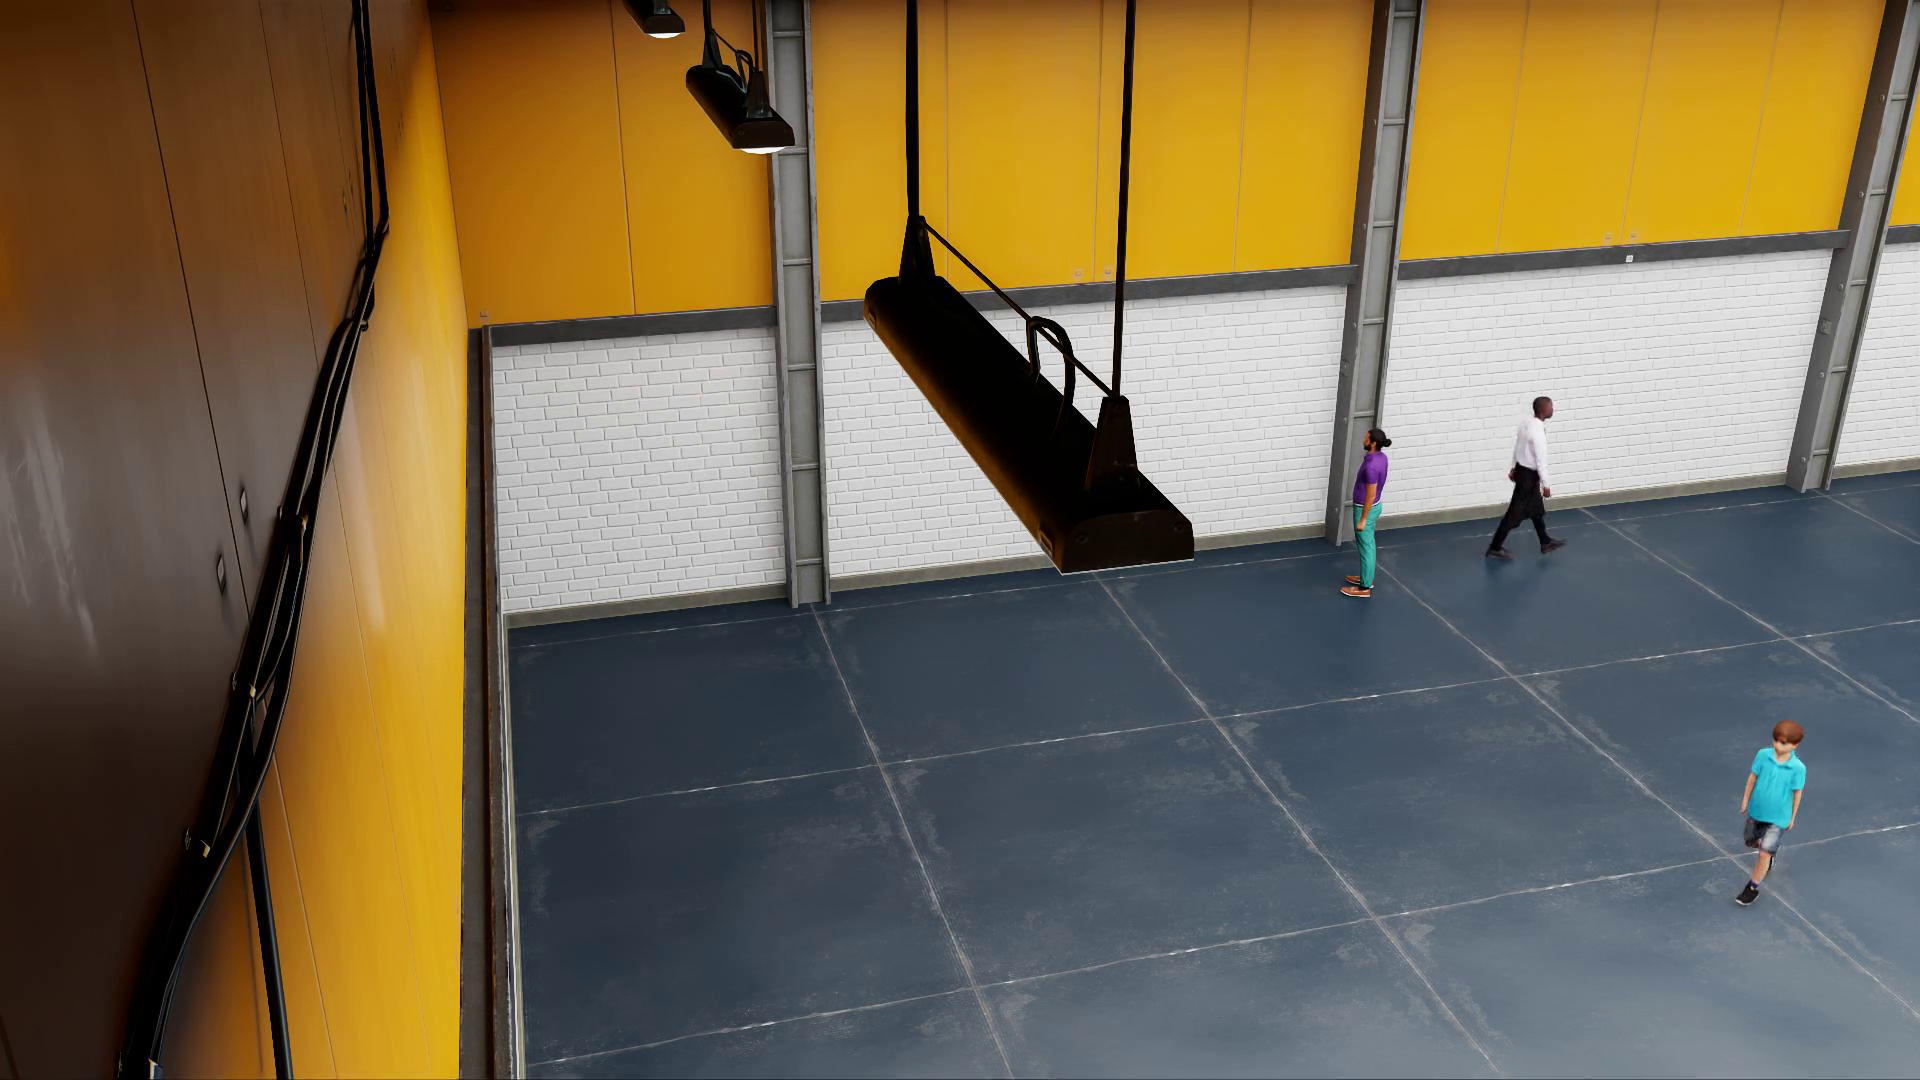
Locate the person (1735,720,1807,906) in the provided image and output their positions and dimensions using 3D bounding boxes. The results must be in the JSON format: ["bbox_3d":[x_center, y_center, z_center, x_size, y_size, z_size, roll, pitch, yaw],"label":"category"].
[{"bbox_3d":[5.915,1.935,12.068,0.944,1.431,0.752,-19,30,-37],"label":"person"}]

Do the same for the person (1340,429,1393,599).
[{"bbox_3d":[4.115,-0.291,16.742,0.761,1.767,0.727,9,25,20],"label":"person"}]

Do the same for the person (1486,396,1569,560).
[{"bbox_3d":[5.846,-0.620,17.448,1.192,1.805,0.864,0,24,-1],"label":"person"}]
